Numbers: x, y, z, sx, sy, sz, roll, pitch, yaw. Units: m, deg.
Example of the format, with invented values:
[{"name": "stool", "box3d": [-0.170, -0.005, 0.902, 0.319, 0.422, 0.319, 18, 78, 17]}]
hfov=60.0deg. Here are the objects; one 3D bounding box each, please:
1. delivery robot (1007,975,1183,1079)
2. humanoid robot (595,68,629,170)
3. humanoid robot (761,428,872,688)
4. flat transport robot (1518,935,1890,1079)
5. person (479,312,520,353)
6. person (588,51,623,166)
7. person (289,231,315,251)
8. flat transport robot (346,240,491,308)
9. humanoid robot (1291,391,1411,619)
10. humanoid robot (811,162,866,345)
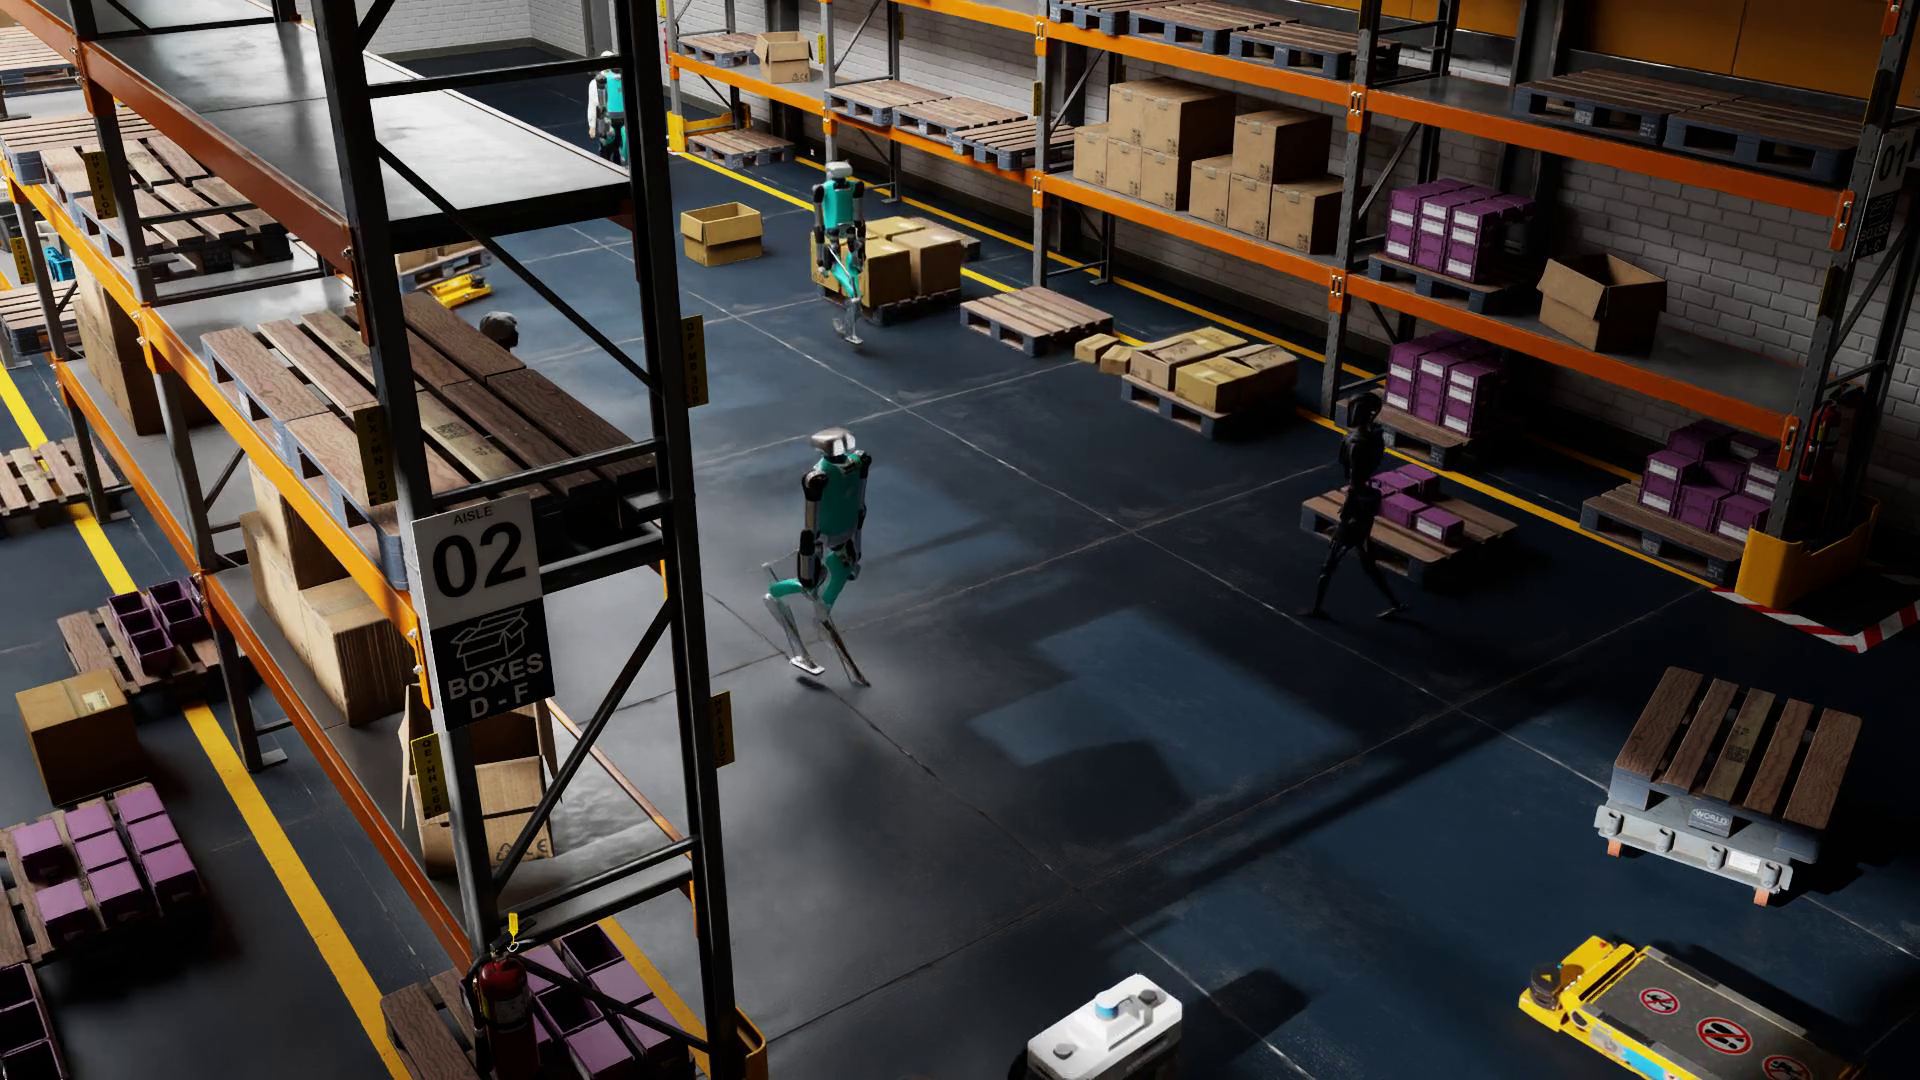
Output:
[{"name": "delivery robot", "box3d": [0.619, 2.223, 7.226, 0.754, 0.575, 0.499, -21, 33, -35]}, {"name": "humanoid robot", "box3d": [-4.224, -5.034, 20.392, 0.547, 1.779, 0.888, -14, 30, -25]}, {"name": "humanoid robot", "box3d": [-0.912, 0.121, 10.148, 0.825, 1.796, 0.540, 18, 32, 32]}, {"name": "flat transport robot", "box3d": [3.328, 2.270, 7.473, 0.659, 0.231, 1.431, -21, 34, -36]}, {"name": "person", "box3d": [-3.119, -0.713, 11.651, 0.339, 1.845, 0.508, -8, 28, -15]}, {"name": "person", "box3d": [-4.299, -5.155, 20.582, 0.450, 1.757, 0.752, 20, 33, 34]}, {"name": "person", "box3d": [-6.158, -2.547, 15.540, 0.291, 1.628, 0.499, 9, 28, 18]}, {"name": "flat transport robot", "box3d": [-5.652, -2.688, 17.333, 1.431, 0.231, 0.659, 15, 31, 28]}, {"name": "humanoid robot", "box3d": [2.626, -0.194, 10.864, 0.772, 1.635, 0.589, 9, 28, 16]}, {"name": "humanoid robot", "box3d": [-1.028, -2.613, 15.522, 0.550, 1.730, 0.981, -16, 31, -29]}]
